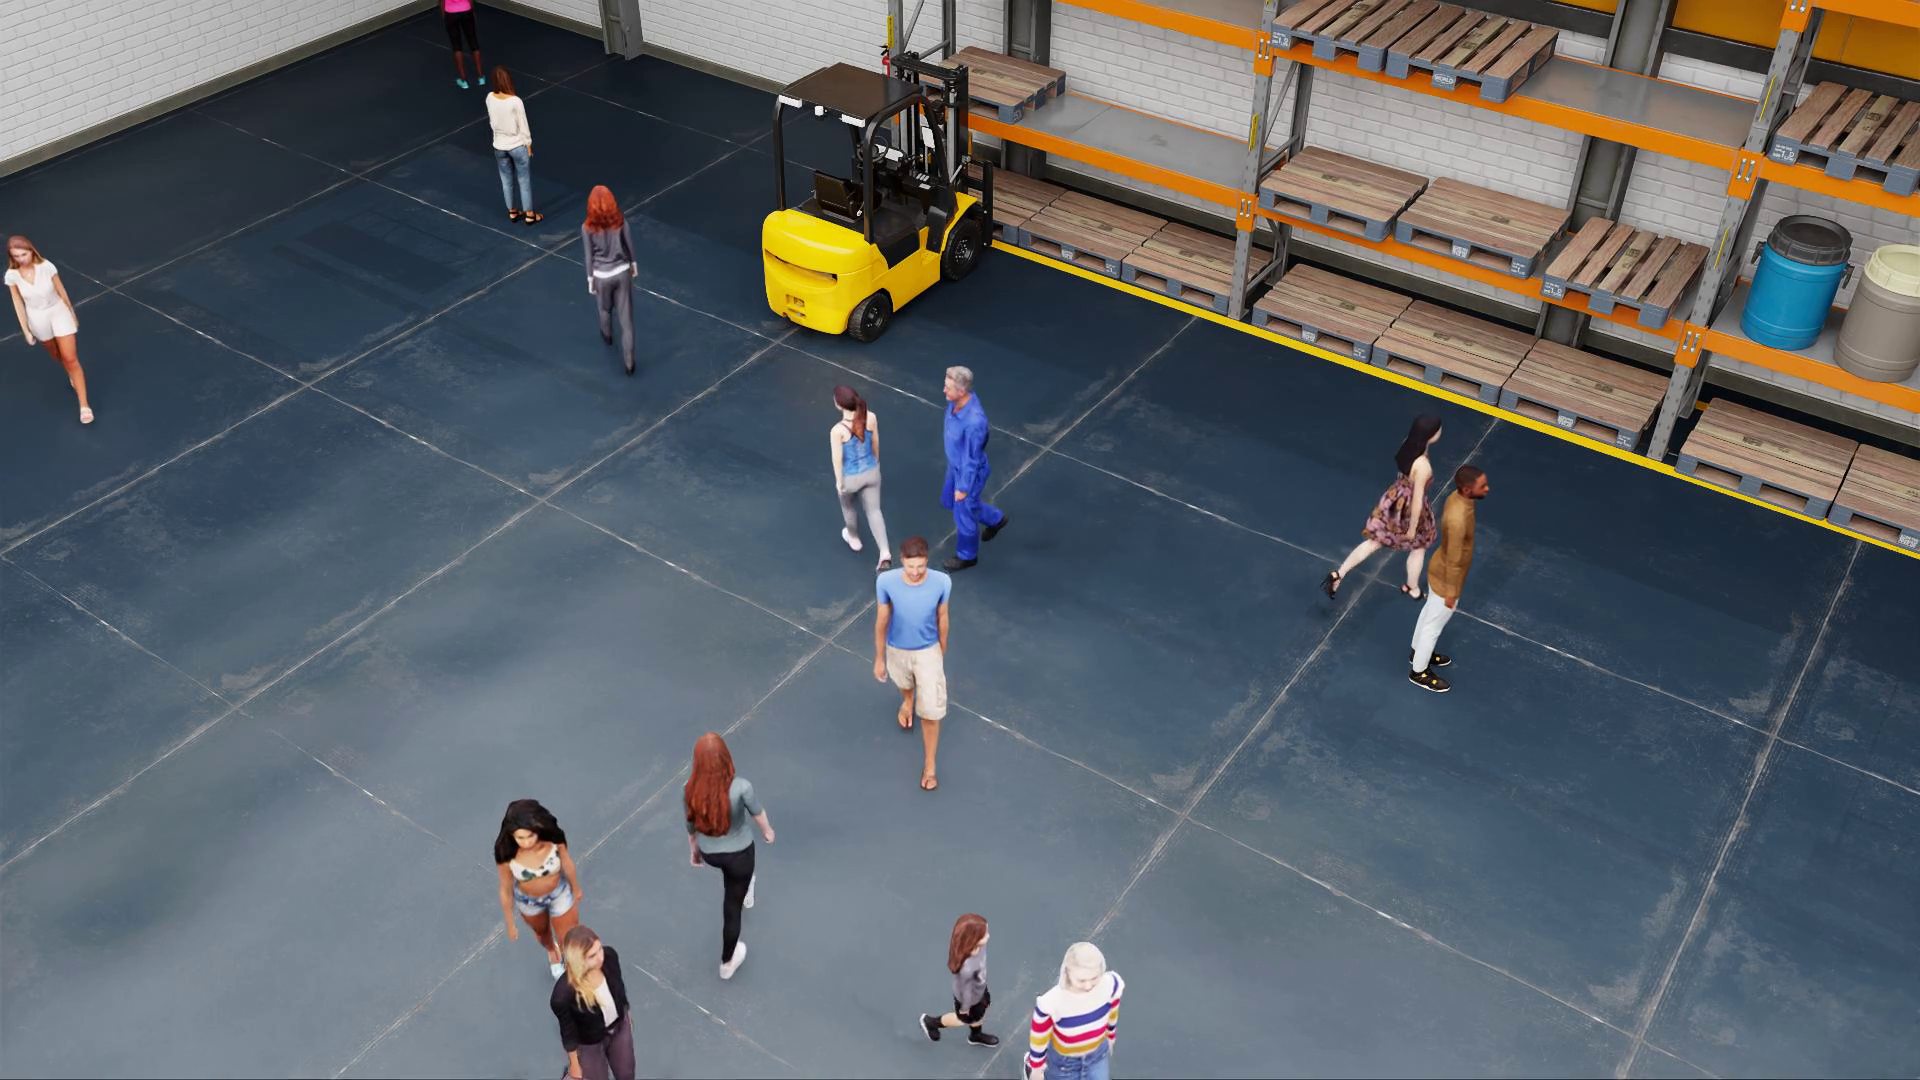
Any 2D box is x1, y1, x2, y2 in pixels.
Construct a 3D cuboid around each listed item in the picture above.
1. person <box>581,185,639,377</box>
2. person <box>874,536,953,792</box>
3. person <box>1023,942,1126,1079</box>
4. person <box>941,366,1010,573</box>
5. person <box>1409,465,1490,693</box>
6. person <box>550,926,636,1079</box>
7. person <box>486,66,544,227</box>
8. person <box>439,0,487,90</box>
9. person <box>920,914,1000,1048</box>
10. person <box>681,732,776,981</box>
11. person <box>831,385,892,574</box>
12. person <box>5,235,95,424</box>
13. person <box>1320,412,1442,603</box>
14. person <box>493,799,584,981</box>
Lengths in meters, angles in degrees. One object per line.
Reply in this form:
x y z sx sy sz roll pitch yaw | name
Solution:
-3.054 -2.246 14.682 0.993 1.740 1.114 -11 40 -14 | person
-0.317 0.644 11.004 1.248 1.814 1.143 2 39 3 | person
0.559 2.592 8.584 0.994 1.789 1.130 -14 41 -16 | person
0.134 -0.538 12.487 1.012 1.811 0.953 -9 40 -11 | person
3.367 0.233 11.517 0.661 1.816 0.701 10 40 12 | person
-1.949 2.579 8.707 0.746 1.656 0.587 24 44 27 | person
-4.570 -4.010 16.941 0.550 1.679 0.711 15 41 18 | person
-5.928 -6.210 19.660 0.648 1.723 0.685 -17 42 -20 | person
0.005 2.470 9.296 0.752 1.093 0.633 6 39 8 | person
-1.363 1.873 9.550 1.030 1.709 0.928 8 39 10 | person
-0.730 -0.450 12.555 0.842 1.587 1.070 -19 42 -22 | person
-7.842 -1.902 14.325 0.973 1.648 1.199 -16 41 -19 | person
3.144 -0.169 12.075 1.162 1.749 1.117 -8 39 -9 | person
-2.377 1.997 9.482 0.891 1.599 0.998 -12 40 -15 | person
